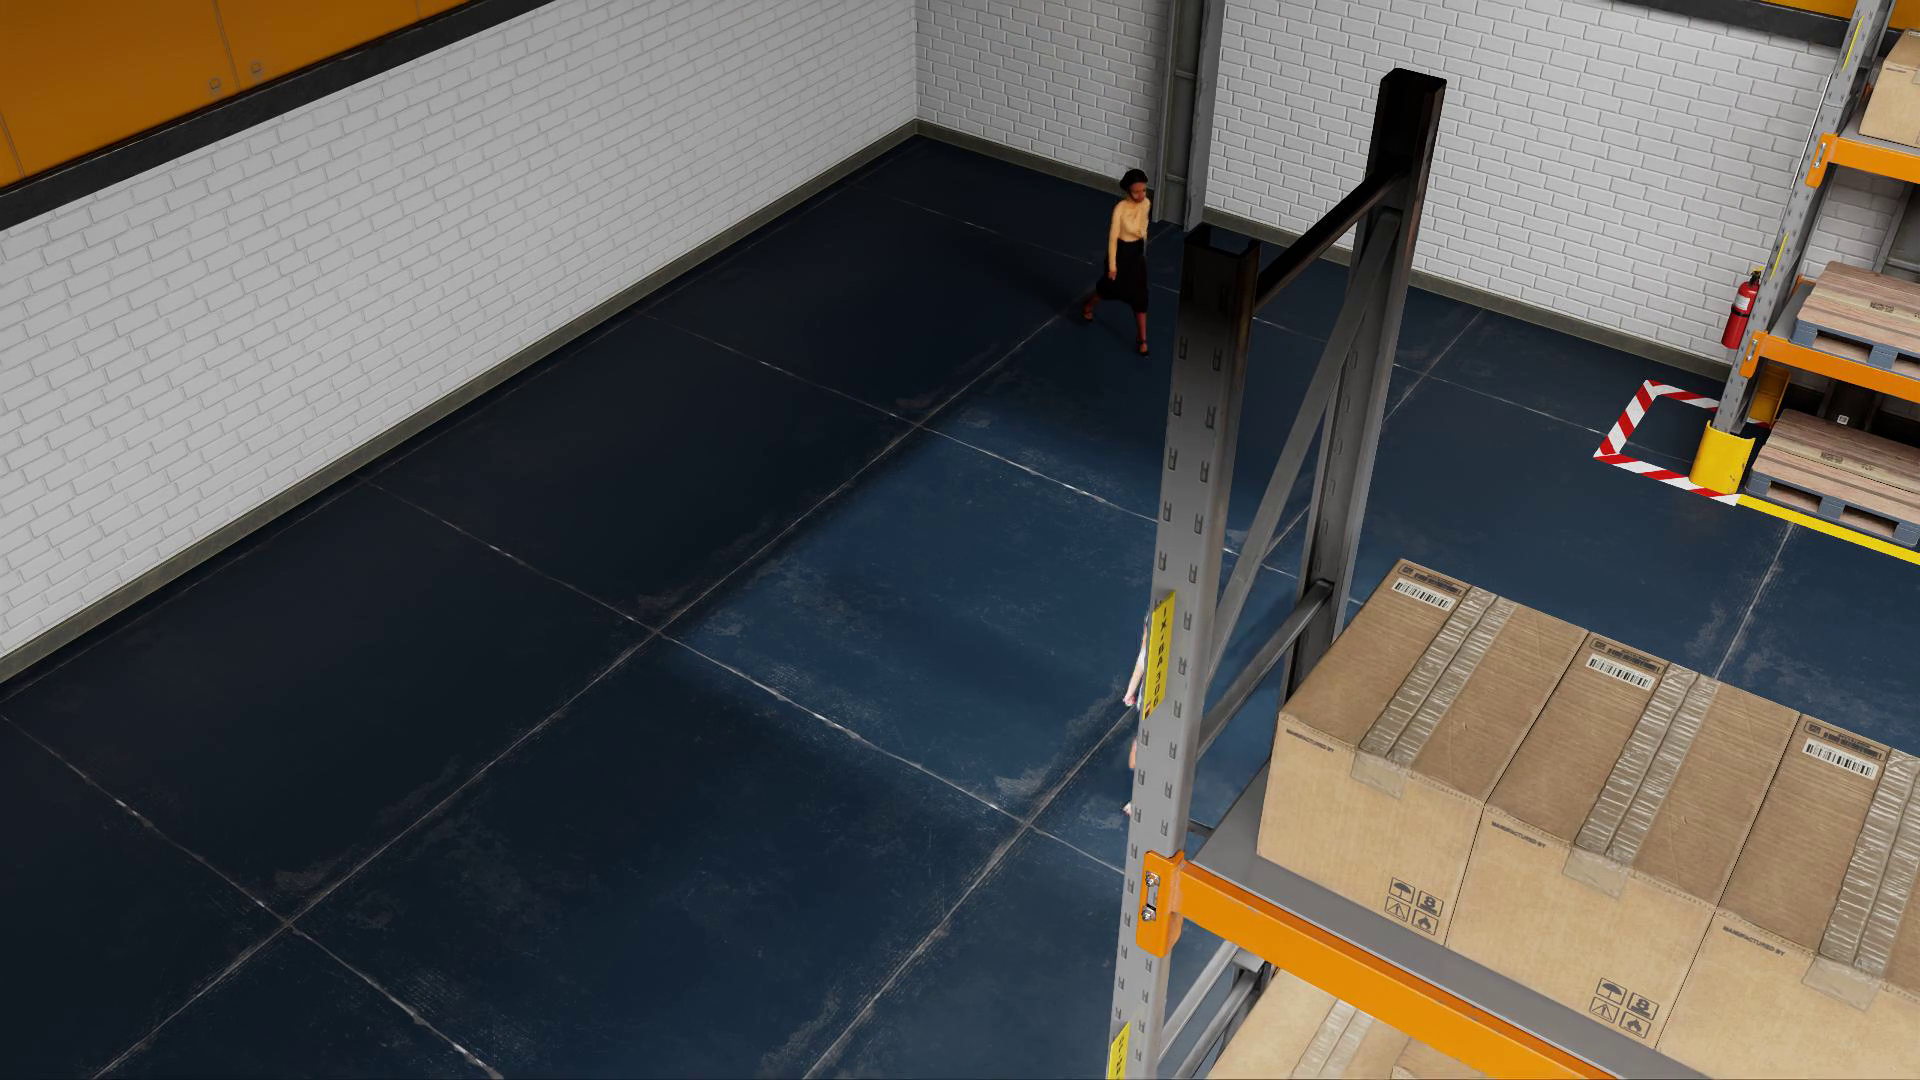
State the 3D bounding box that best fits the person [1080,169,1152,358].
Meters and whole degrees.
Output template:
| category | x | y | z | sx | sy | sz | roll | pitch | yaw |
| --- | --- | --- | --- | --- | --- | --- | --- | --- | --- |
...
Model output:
| category | x | y | z | sx | sy | sz | roll | pitch | yaw |
| --- | --- | --- | --- | --- | --- | --- | --- | --- | --- |
| person | 1.296 | -2.325 | 13.650 | 0.861 | 1.616 | 1.134 | -26 | 45 | -29 |
